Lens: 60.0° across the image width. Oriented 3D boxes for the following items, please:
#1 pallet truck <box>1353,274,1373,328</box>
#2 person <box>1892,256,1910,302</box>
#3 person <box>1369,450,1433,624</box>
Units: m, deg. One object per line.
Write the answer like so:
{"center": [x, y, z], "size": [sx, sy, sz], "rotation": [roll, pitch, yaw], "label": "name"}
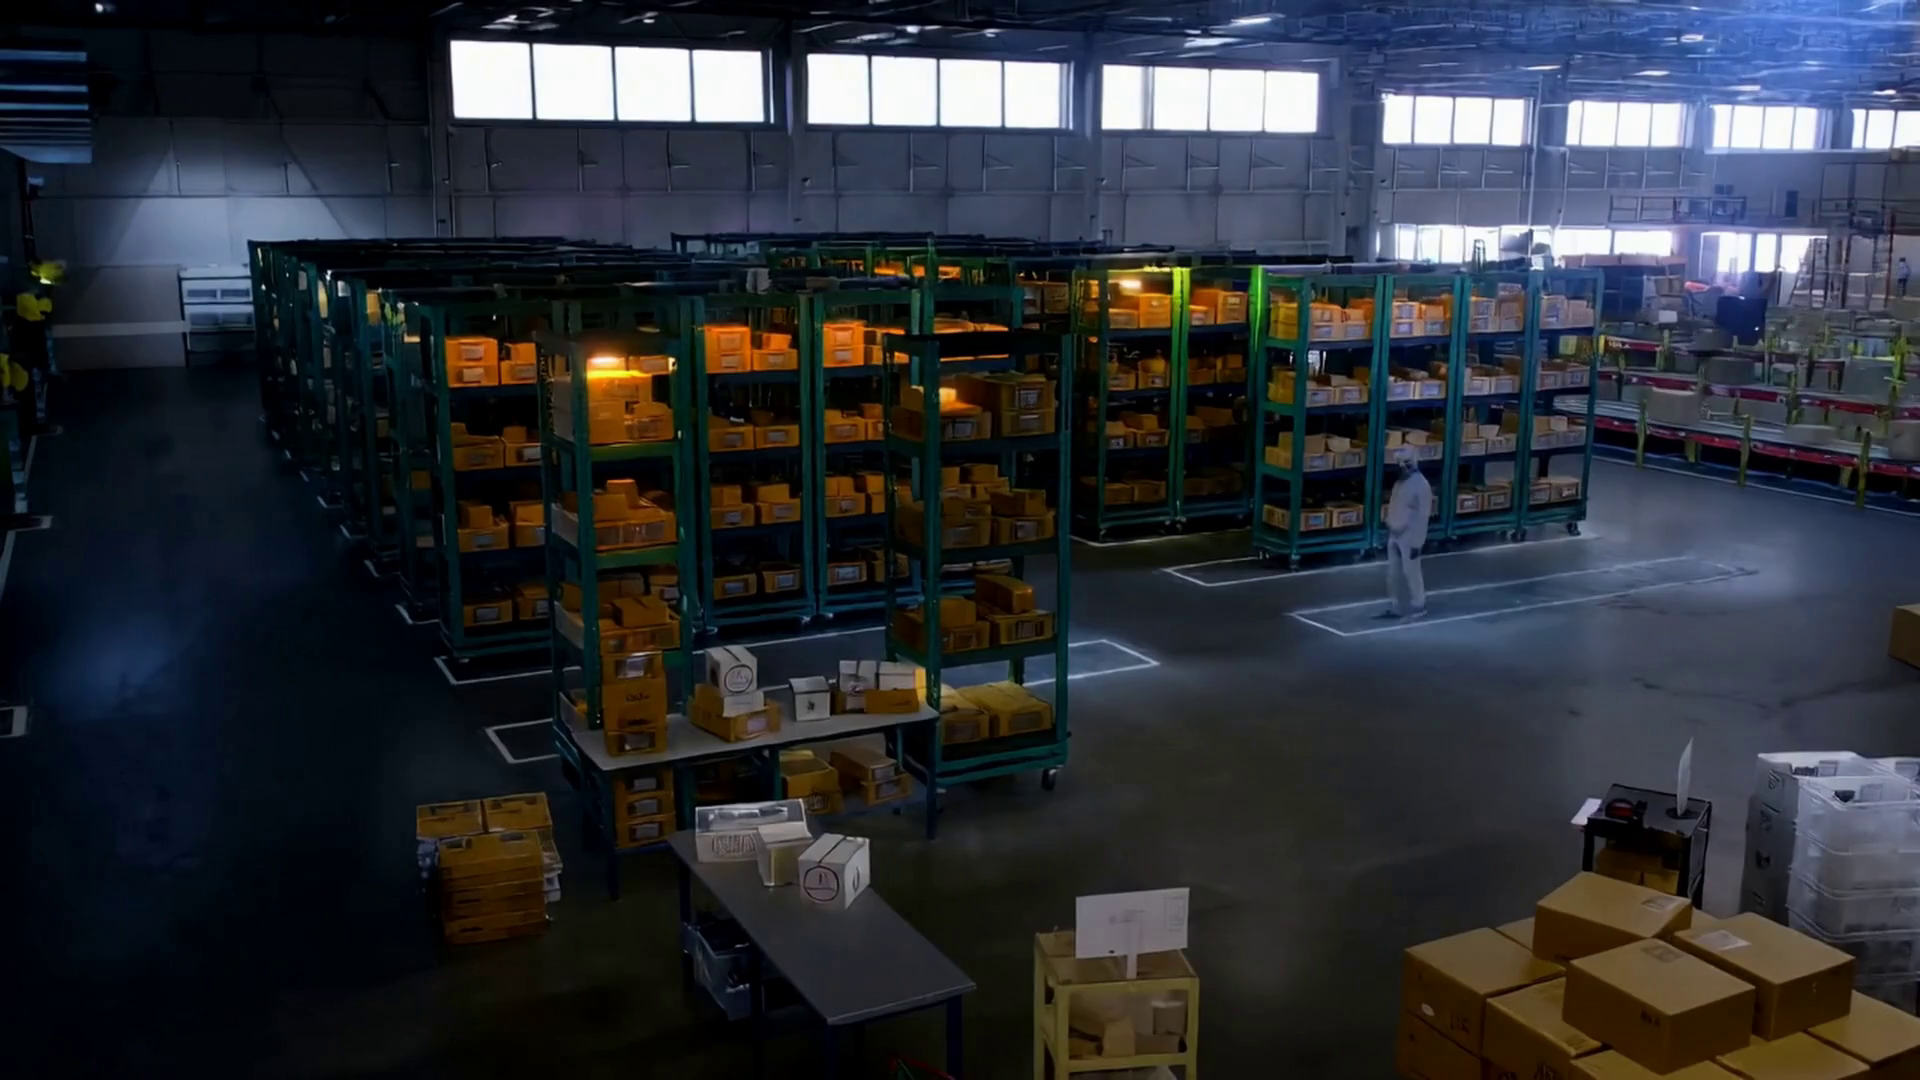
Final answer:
{"center": [13.011, -8.050, 55.243], "size": [0.823, 1.965, 1.885], "rotation": [-7, 14, -28], "label": "pallet truck"}
{"center": [38.149, -10.586, 67.413], "size": [0.628, 1.855, 0.707], "rotation": [-3, 12, -14], "label": "person"}
{"center": [4.806, -0.016, 17.958], "size": [0.560, 1.909, 0.673], "rotation": [-3, 12, -15], "label": "person"}
